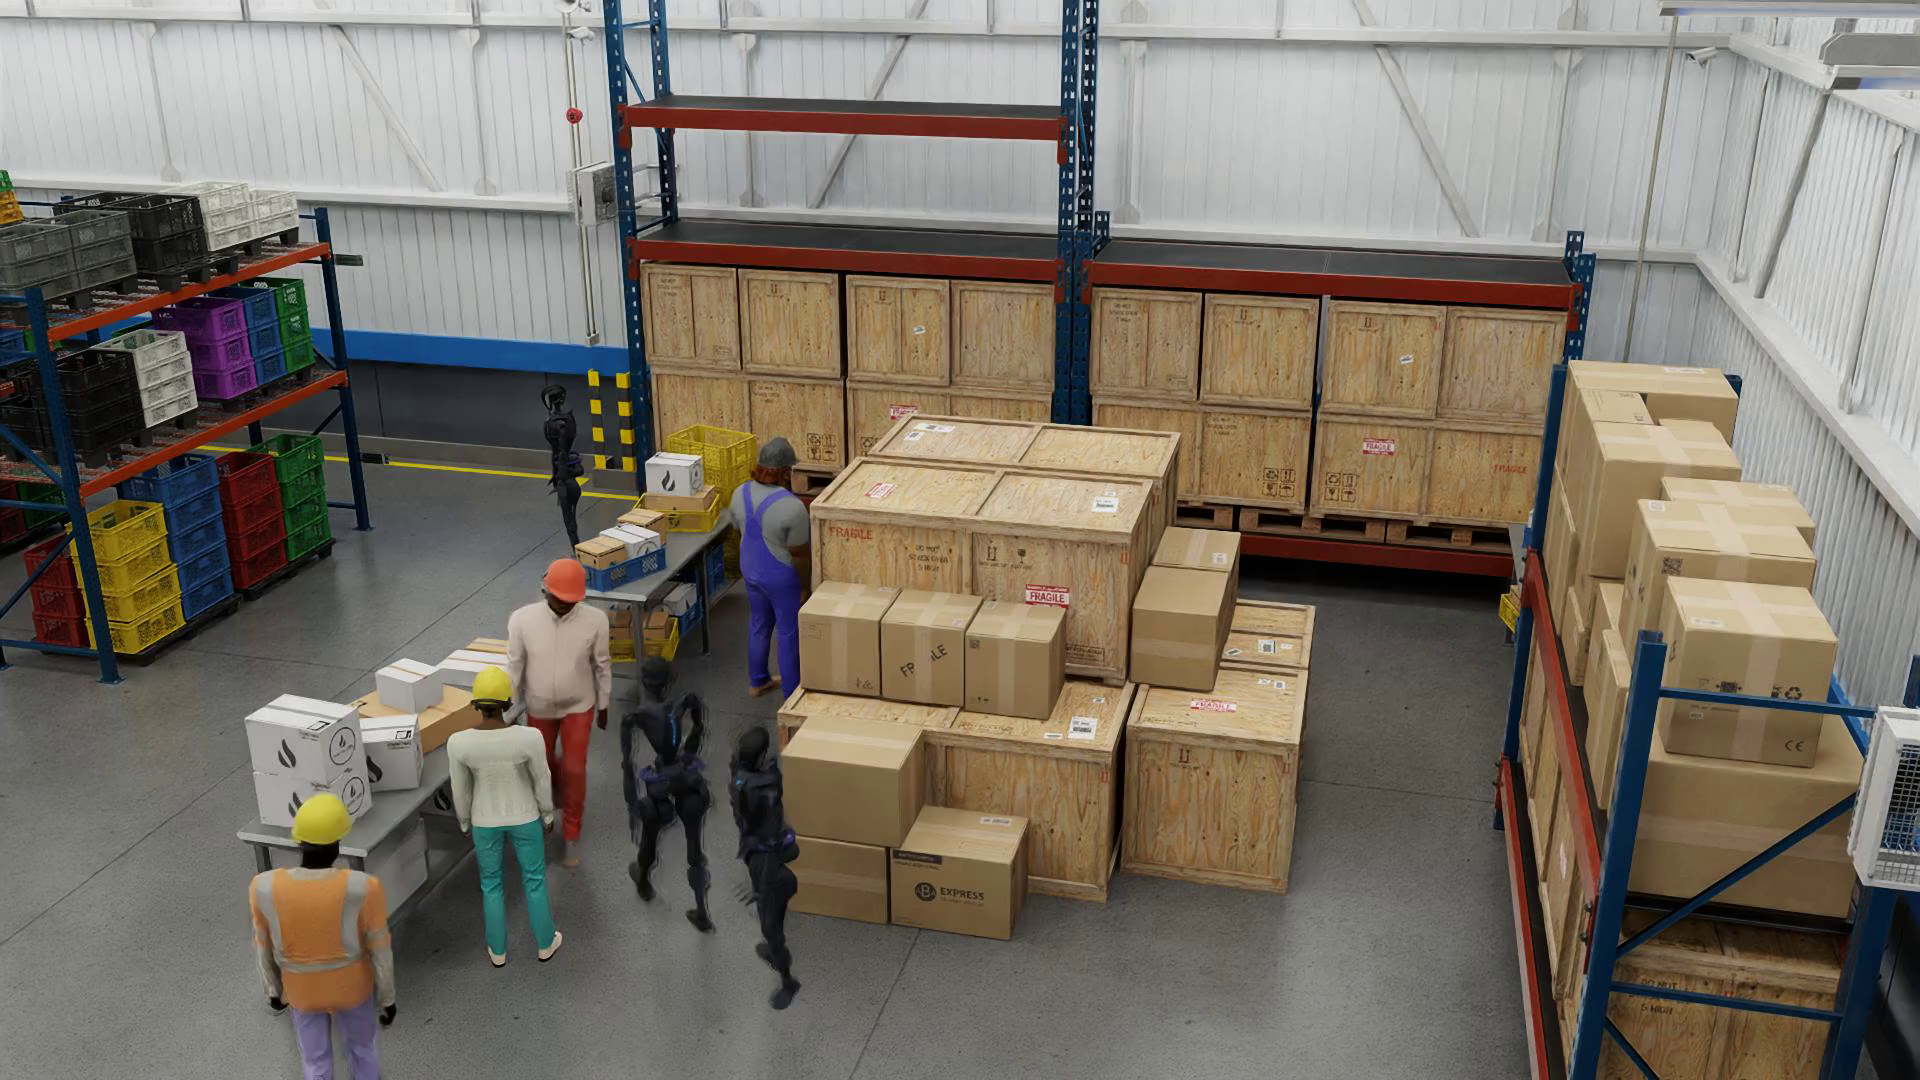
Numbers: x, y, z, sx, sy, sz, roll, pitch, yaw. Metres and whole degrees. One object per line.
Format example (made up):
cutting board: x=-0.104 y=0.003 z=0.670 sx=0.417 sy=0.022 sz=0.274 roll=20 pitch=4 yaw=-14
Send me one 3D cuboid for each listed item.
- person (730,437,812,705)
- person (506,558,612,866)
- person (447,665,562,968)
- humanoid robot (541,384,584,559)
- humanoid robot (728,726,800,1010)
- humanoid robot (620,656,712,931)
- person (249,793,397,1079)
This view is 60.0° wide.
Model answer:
person: x=-1.281 y=0.221 z=11.989 sx=0.680 sy=2.000 sz=0.536 roll=16 pitch=26 yaw=36
person: x=-2.439 y=0.971 z=10.151 sx=0.668 sy=1.950 sz=0.707 roll=-4 pitch=21 yaw=-9
person: x=-2.461 y=1.503 z=9.015 sx=0.522 sy=1.768 sz=0.311 roll=-3 pitch=21 yaw=-9
humanoid robot: x=-3.462 y=-0.552 z=14.517 sx=0.333 sy=1.648 sz=0.592 roll=-8 pitch=22 yaw=-19
humanoid robot: x=-1.048 y=1.661 z=8.756 sx=0.386 sy=1.632 sz=0.662 roll=-11 pitch=23 yaw=-26
humanoid robot: x=-1.682 y=1.400 z=9.474 sx=0.552 sy=1.615 sz=0.784 roll=-13 pitch=24 yaw=-30
person: x=-2.844 y=2.013 z=7.526 sx=0.599 sy=1.883 sz=0.788 roll=-4 pitch=21 yaw=-10
